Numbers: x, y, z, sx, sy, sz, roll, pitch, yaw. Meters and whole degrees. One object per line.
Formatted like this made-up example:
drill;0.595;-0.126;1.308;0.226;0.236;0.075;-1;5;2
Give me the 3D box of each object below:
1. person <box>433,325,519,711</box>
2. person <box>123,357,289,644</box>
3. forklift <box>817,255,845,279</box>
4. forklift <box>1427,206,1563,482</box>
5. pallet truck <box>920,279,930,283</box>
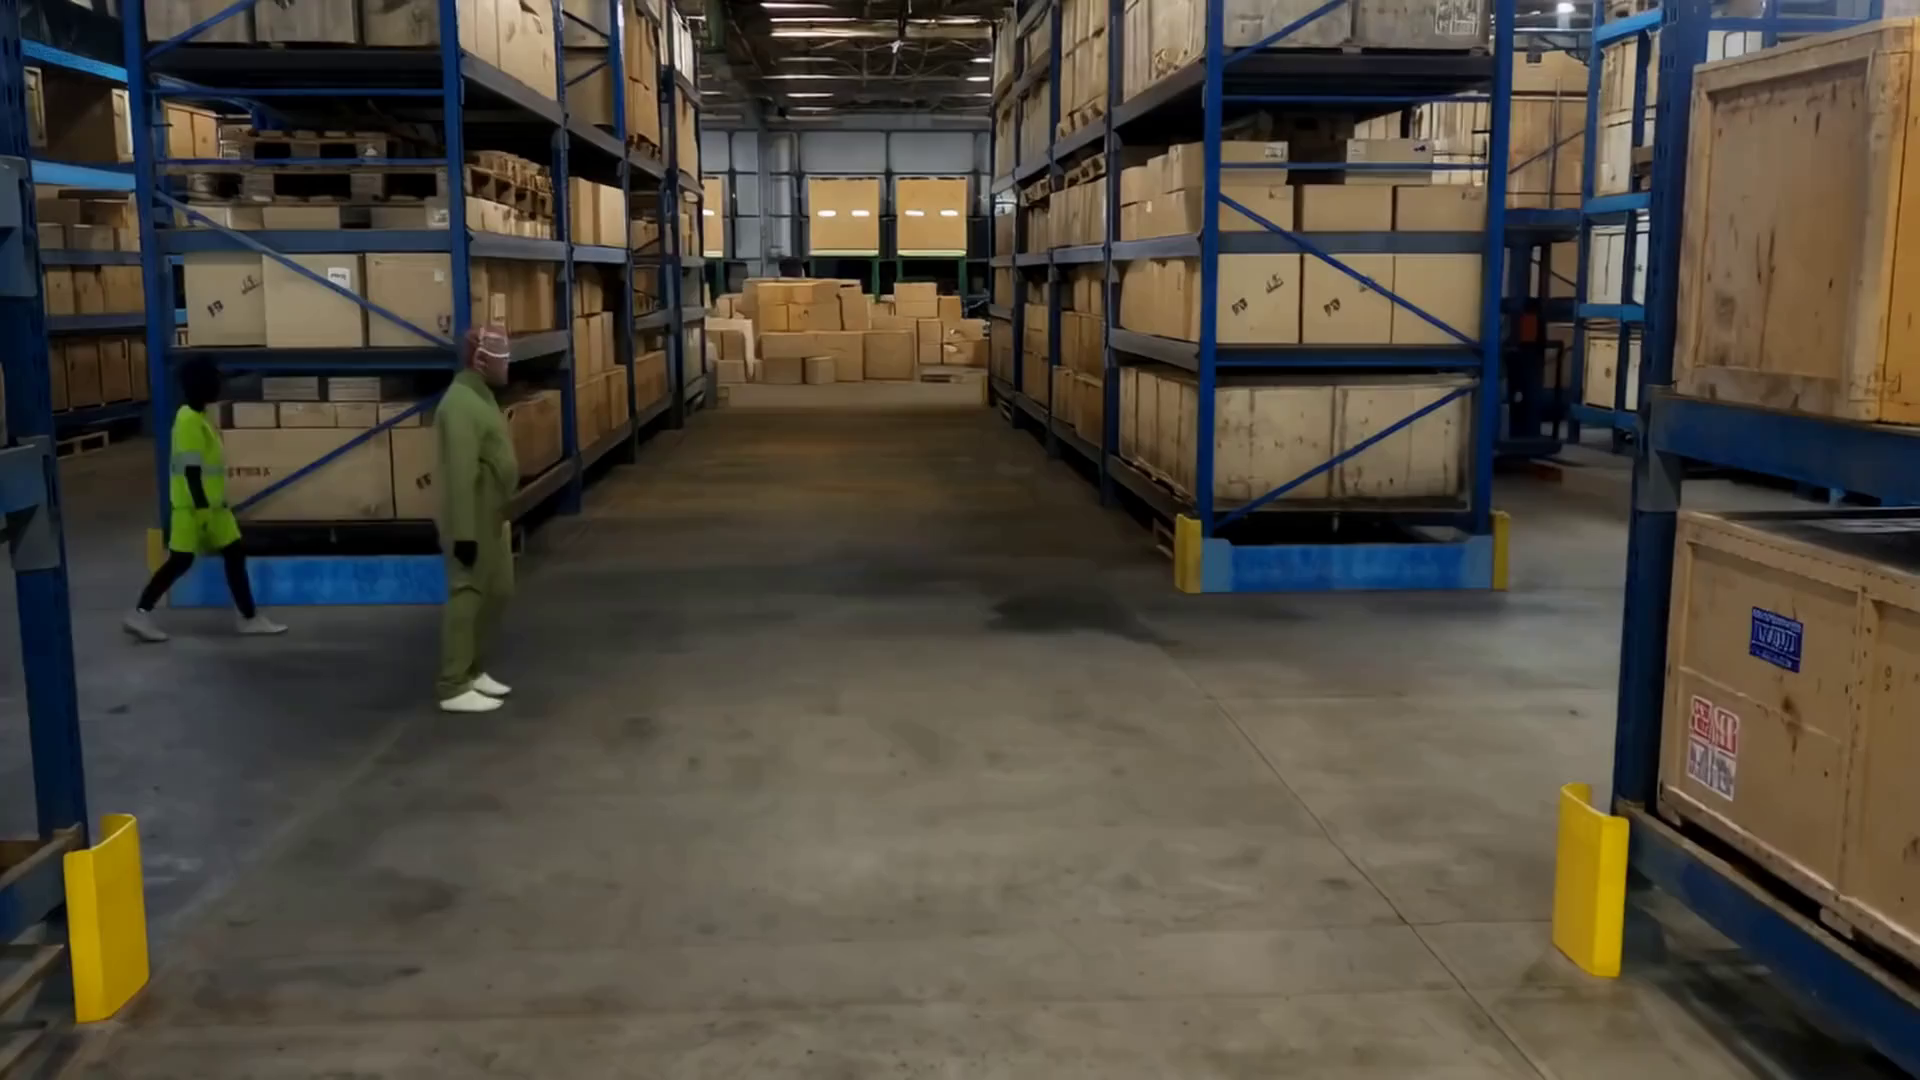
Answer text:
person;-2.363;-0.098;8.108;0.433;1.880;0.655;-2;9;-11
person;-4.410;-0.222;9.554;0.861;1.657;0.539;-2;9;-10
forklift;-4.557;-8.707;59.001;1.129;2.768;1.873;-5;10;-30
forklift;5.453;-2.086;17.428;1.129;2.768;1.873;-1;9;-4
pallet truck;-0.932;-8.922;63.114;1.885;1.965;0.823;2;9;13
